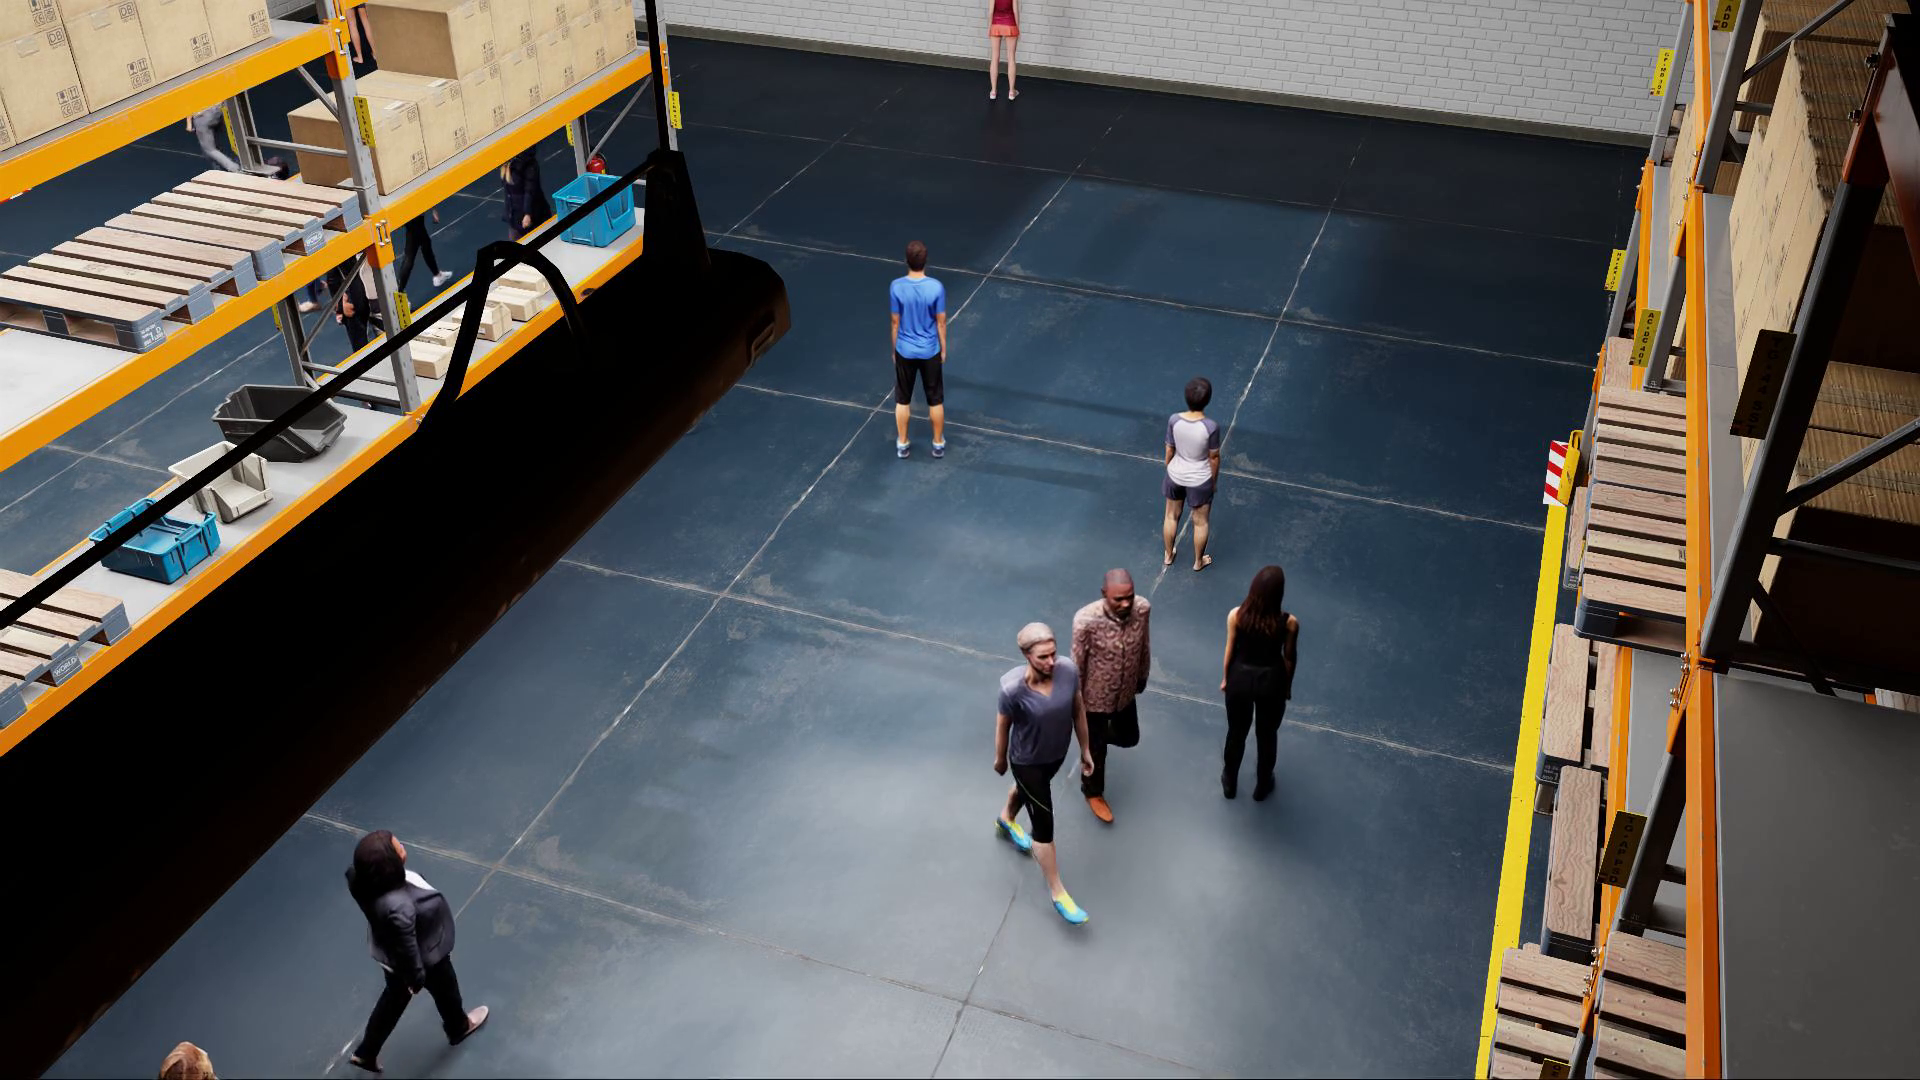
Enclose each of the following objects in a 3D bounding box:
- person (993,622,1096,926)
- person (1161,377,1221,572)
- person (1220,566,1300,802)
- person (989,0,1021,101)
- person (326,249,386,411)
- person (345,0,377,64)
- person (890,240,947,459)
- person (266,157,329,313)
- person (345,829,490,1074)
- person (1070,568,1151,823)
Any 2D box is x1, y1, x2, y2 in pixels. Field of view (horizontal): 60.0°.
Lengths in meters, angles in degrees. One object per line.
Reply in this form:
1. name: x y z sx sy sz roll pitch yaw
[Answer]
1. person: 0.400 1.195 9.487 1.264 1.826 1.189 -21 39 -28
2. person: 1.701 -0.488 12.253 0.574 1.568 0.539 14 36 20
3. person: 1.798 0.879 10.089 0.608 1.687 0.567 7 34 11
4. person: 0.554 -6.491 21.117 0.609 1.753 0.615 4 34 6
5. person: -5.100 -2.014 14.256 0.753 1.893 0.826 -16 37 -23
6. person: -8.163 -7.313 22.379 0.647 1.725 0.747 -24 40 -31
7. person: -0.347 -1.531 13.559 0.676 1.860 0.671 0 34 -1
8. person: -6.285 -2.912 15.876 0.822 1.594 0.762 -12 36 -18
9. person: -2.848 2.090 8.368 0.860 1.576 1.068 24 40 31
10. person: 0.854 0.853 10.040 0.978 1.784 1.036 -12 35 -17
